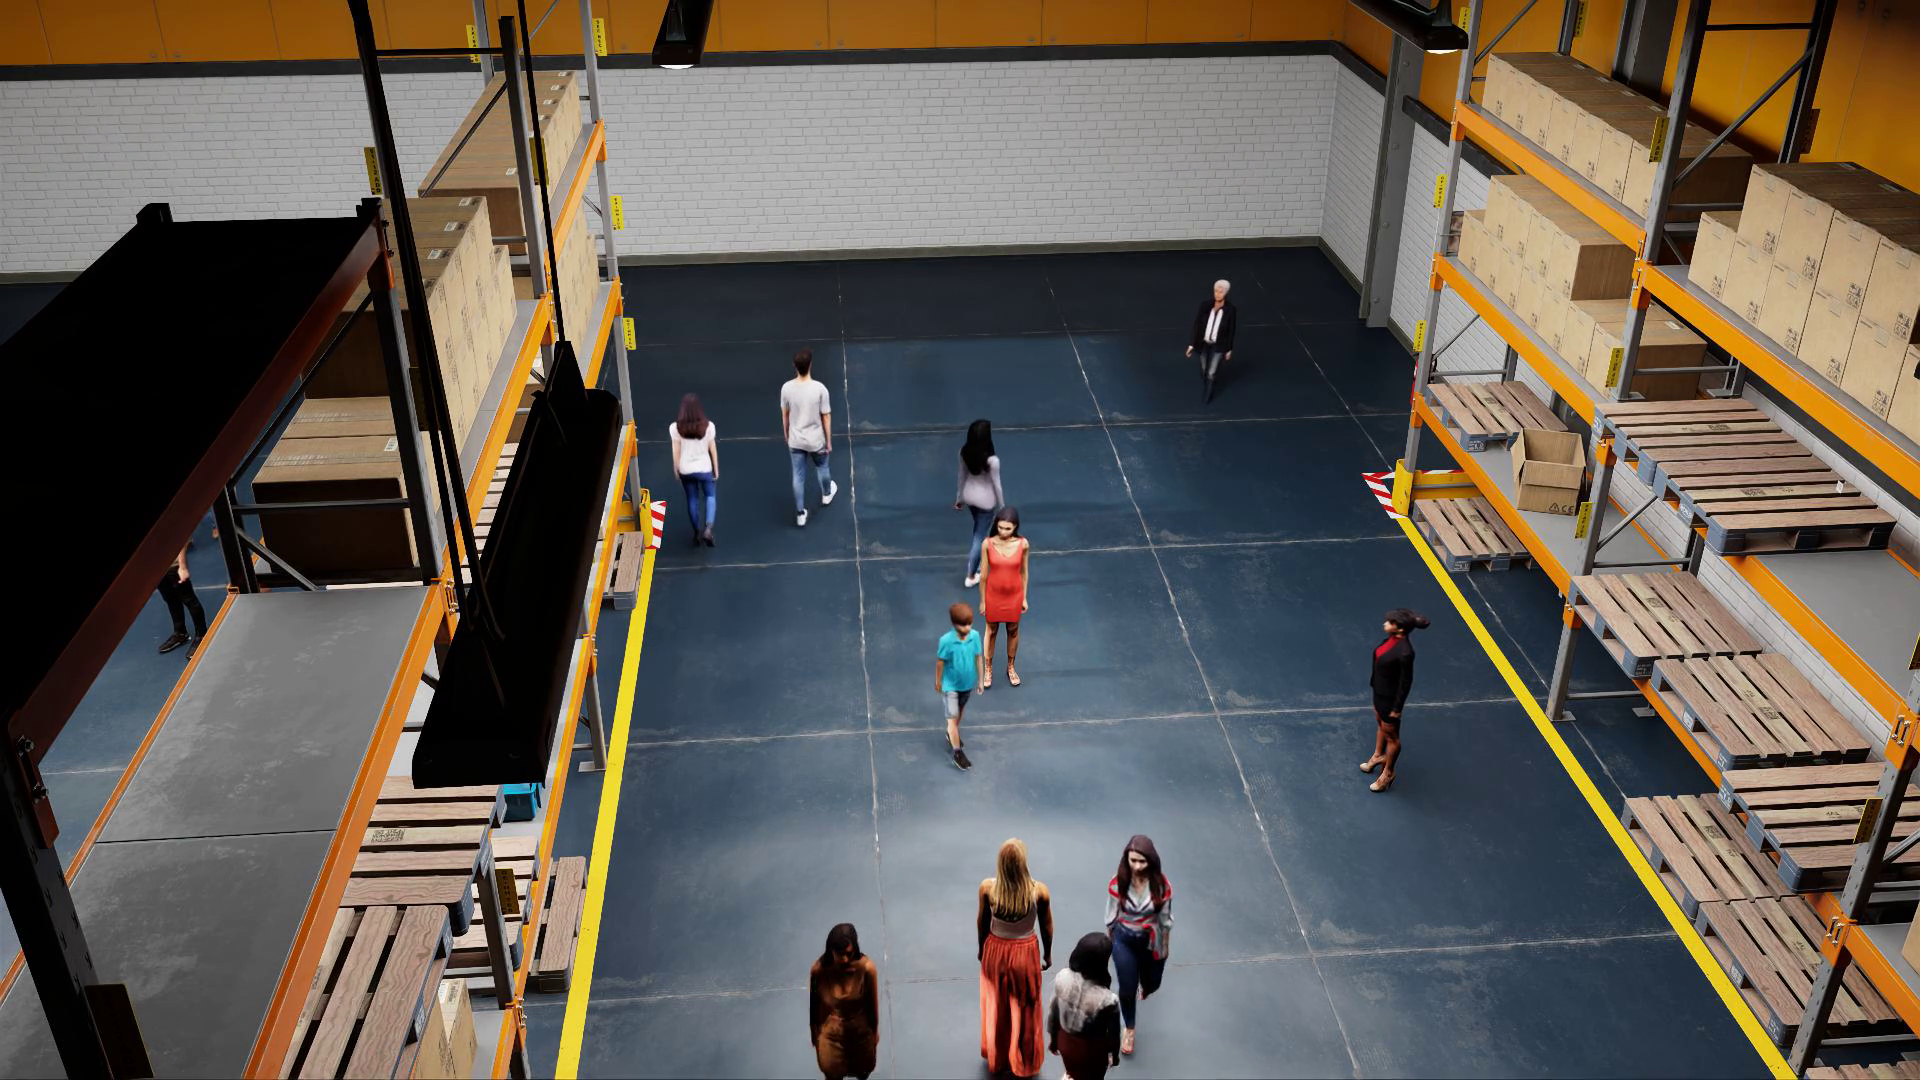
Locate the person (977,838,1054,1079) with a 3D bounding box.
[{"bbox_3d":[0.323,2.623,10.414,0.692,1.802,0.669,5,29,9],"label":"person"}]

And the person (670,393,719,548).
[{"bbox_3d":[-2.620,-0.630,16.512,0.588,1.674,0.800,-3,29,-5],"label":"person"}]

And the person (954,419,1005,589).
[{"bbox_3d":[0.122,-0.317,15.895,0.841,1.716,0.902,21,35,33],"label":"person"}]

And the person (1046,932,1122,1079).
[{"bbox_3d":[0.676,3.050,9.696,0.710,1.740,0.768,20,35,33],"label":"person"}]

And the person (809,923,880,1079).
[{"bbox_3d":[-0.678,2.915,10.024,0.573,1.664,0.834,0,29,-1],"label":"person"}]

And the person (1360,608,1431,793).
[{"bbox_3d":[3.388,1.243,13.115,0.623,1.639,0.551,-1,29,-1],"label":"person"}]

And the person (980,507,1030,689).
[{"bbox_3d":[0.381,0.476,14.435,0.570,1.721,0.514,-3,29,-5],"label":"person"}]

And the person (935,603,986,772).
[{"bbox_3d":[-0.046,1.100,13.595,0.714,1.429,0.890,-15,32,-25],"label":"person"}]

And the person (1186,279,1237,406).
[{"bbox_3d":[3.021,-2.351,20.136,1.124,1.752,1.222,14,32,24],"label":"person"}]

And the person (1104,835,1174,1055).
[{"bbox_3d":[1.162,2.547,10.766,0.705,1.598,0.894,4,29,7],"label":"person"}]

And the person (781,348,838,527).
[{"bbox_3d":[-1.594,-1.020,17.035,0.832,1.858,1.089,4,29,7],"label":"person"}]
